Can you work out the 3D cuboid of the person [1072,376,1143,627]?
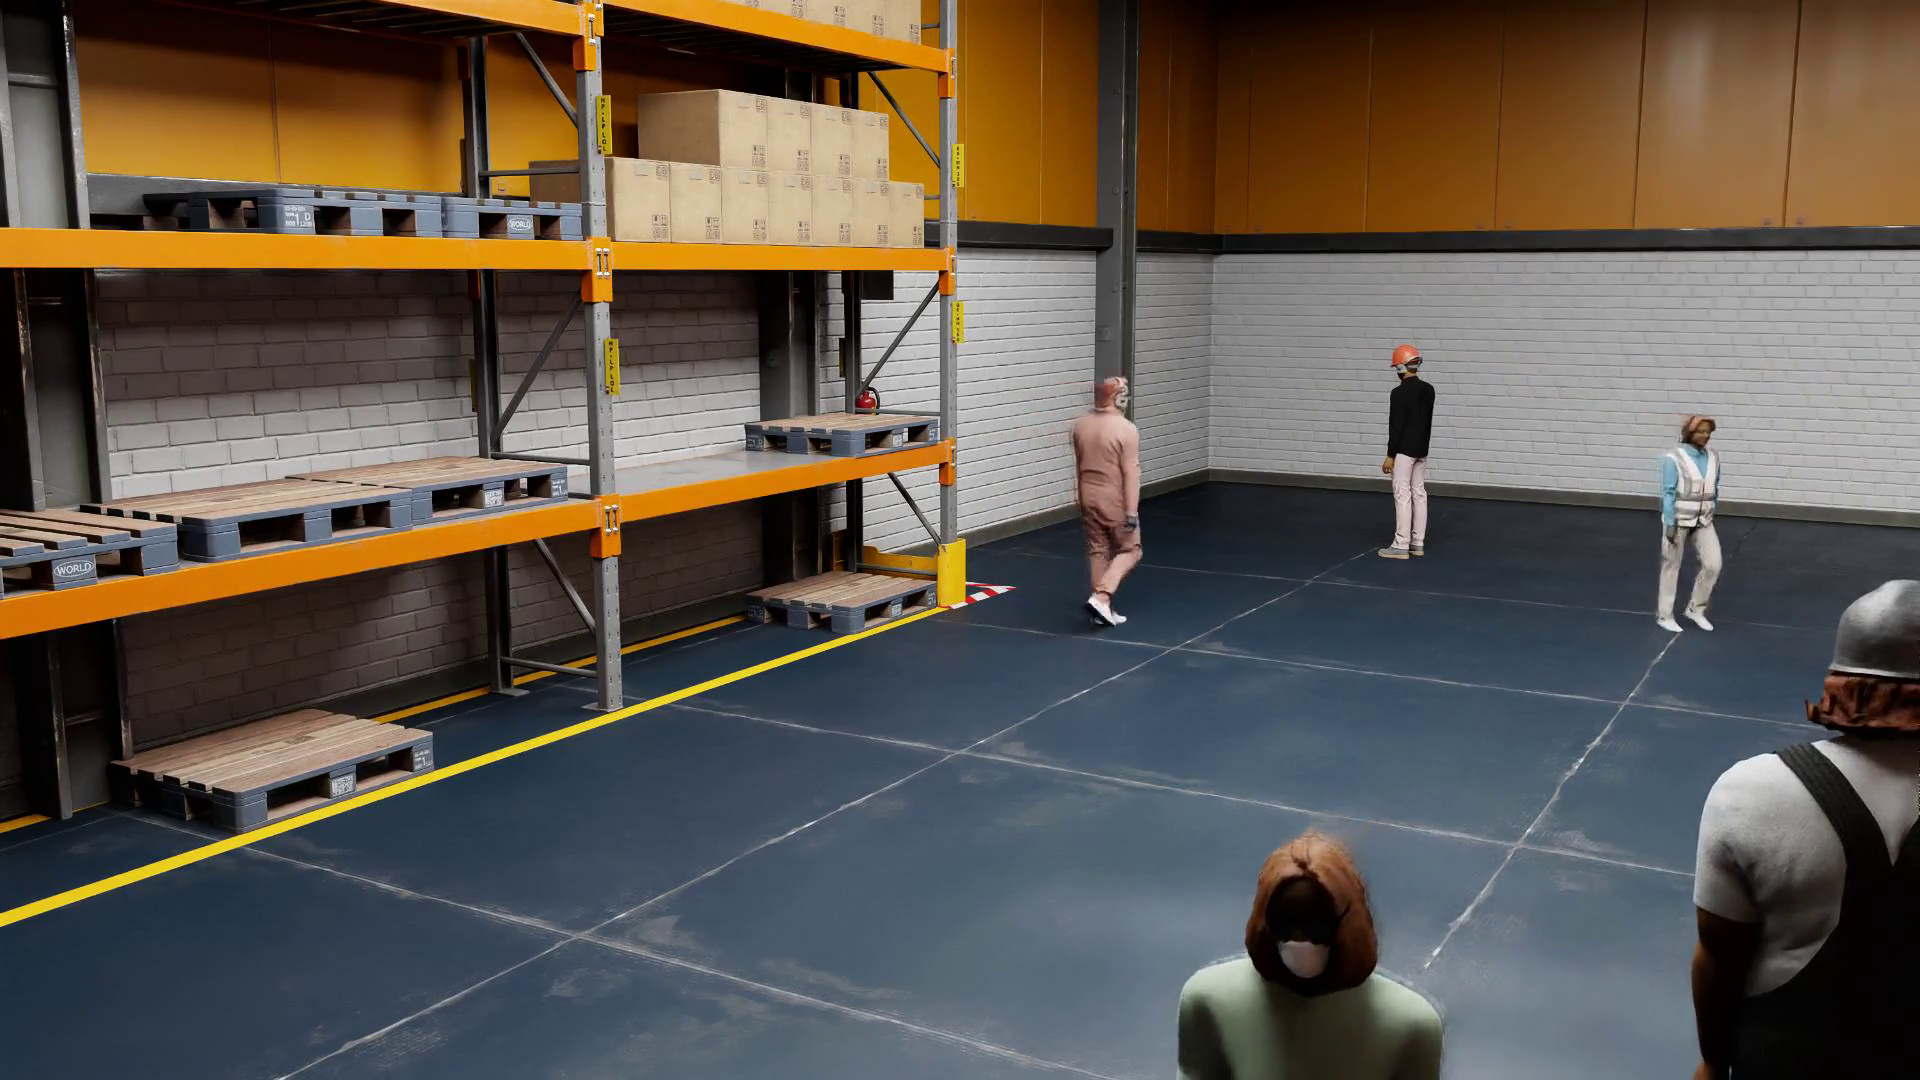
[{"bbox_3d":[1.097,-0.268,12.360,0.470,1.892,0.655,-8,12,-40],"label":"person"}]

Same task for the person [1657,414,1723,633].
[{"bbox_3d":[5.362,-0.109,12.212,0.531,1.625,0.470,-3,9,-16],"label":"person"}]

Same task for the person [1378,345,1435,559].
[{"bbox_3d":[4.153,-0.817,15.494,0.611,1.985,0.393,-8,12,-41],"label":"person"}]

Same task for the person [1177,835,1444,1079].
[{"bbox_3d":[0.664,1.334,3.218,0.504,1.619,0.523,3,10,19],"label":"person"}]
